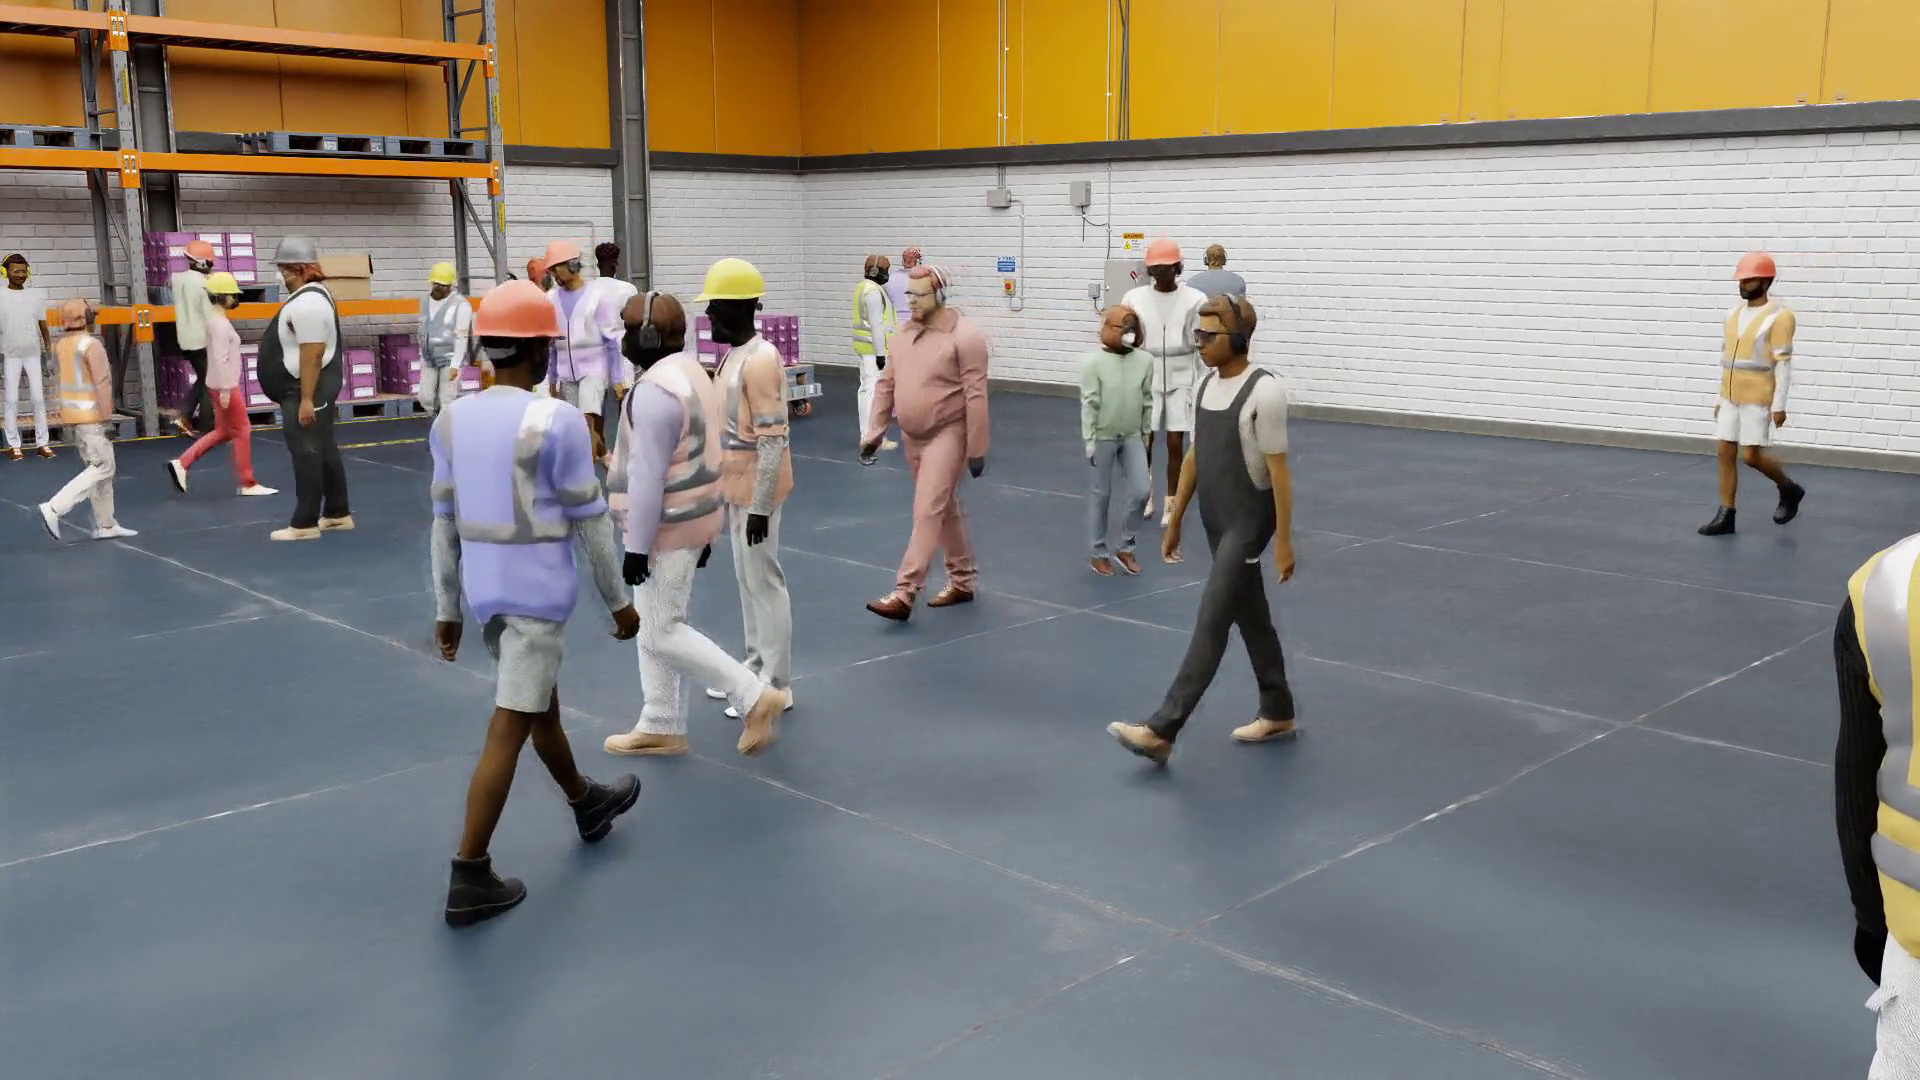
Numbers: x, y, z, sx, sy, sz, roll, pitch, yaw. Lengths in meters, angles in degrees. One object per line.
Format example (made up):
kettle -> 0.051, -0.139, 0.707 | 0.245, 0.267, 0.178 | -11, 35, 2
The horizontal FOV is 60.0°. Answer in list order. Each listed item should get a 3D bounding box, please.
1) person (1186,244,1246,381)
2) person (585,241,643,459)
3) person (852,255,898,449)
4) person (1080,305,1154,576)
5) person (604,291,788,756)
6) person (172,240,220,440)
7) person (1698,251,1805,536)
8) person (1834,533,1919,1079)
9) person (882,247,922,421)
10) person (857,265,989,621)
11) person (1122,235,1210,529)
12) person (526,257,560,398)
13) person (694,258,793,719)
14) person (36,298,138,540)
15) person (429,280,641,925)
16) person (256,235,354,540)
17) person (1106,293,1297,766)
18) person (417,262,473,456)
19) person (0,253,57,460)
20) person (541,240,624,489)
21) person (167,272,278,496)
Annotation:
person -> 2.610, -2.061, 17.076 | 0.629, 1.936, 0.373 | 0, 10, 0
person -> -3.154, -1.704, 15.040 | 0.605, 1.966, 0.367 | 2, 10, 8
person -> -0.799, -1.782, 15.823 | 0.430, 1.838, 0.619 | -3, 11, -15
person -> 0.934, -0.575, 9.833 | 0.508, 1.613, 0.494 | -4, 11, -19
person -> -1.036, -0.031, 6.320 | 0.673, 1.820, 0.634 | 0, 10, 2
person -> -7.359, -1.908, 16.131 | 0.634, 1.971, 0.438 | 7, 12, 32
person -> 5.376, -0.978, 11.216 | 0.671, 1.920, 0.550 | -4, 11, -19
person -> 1.680, 0.641, 2.596 | 0.429, 1.844, 0.627 | -7, 12, -32
person -> -0.532, -2.237, 18.144 | 0.647, 1.900, 0.402 | 4, 11, 23
person -> -0.236, -0.507, 8.804 | 0.965, 1.857, 0.638 | -9, 14, -41
person -> 1.404, -1.076, 11.444 | 0.626, 2.023, 0.482 | 1, 10, 8
person -> -3.412, -1.335, 13.376 | 0.587, 1.863, 0.908 | 9, 14, 40
person -> -0.903, -0.211, 7.008 | 0.388, 1.926, 0.590 | -3, 11, -18
person -> -5.778, -0.771, 10.892 | 0.535, 1.614, 0.574 | 8, 13, 39
person -> -1.306, 0.153, 5.137 | 0.552, 1.881, 1.007 | 6, 12, 30
person -> -4.419, -1.027, 11.147 | 0.538, 2.000, 0.684 | -3, 11, -15
person -> 0.965, -0.036, 6.404 | 0.966, 1.794, 0.551 | -4, 11, -23
person -> -4.729, -1.649, 15.252 | 0.623, 1.785, 0.473 | 5, 11, 25
person -> -8.490, -1.651, 15.051 | 0.509, 1.860, 0.334 | -9, 14, -42
person -> -2.857, -1.291, 12.747 | 0.641, 1.996, 0.925 | 3, 11, 18
person -> -5.711, -1.182, 12.777 | 0.698, 1.745, 0.529 | -6, 12, -30
